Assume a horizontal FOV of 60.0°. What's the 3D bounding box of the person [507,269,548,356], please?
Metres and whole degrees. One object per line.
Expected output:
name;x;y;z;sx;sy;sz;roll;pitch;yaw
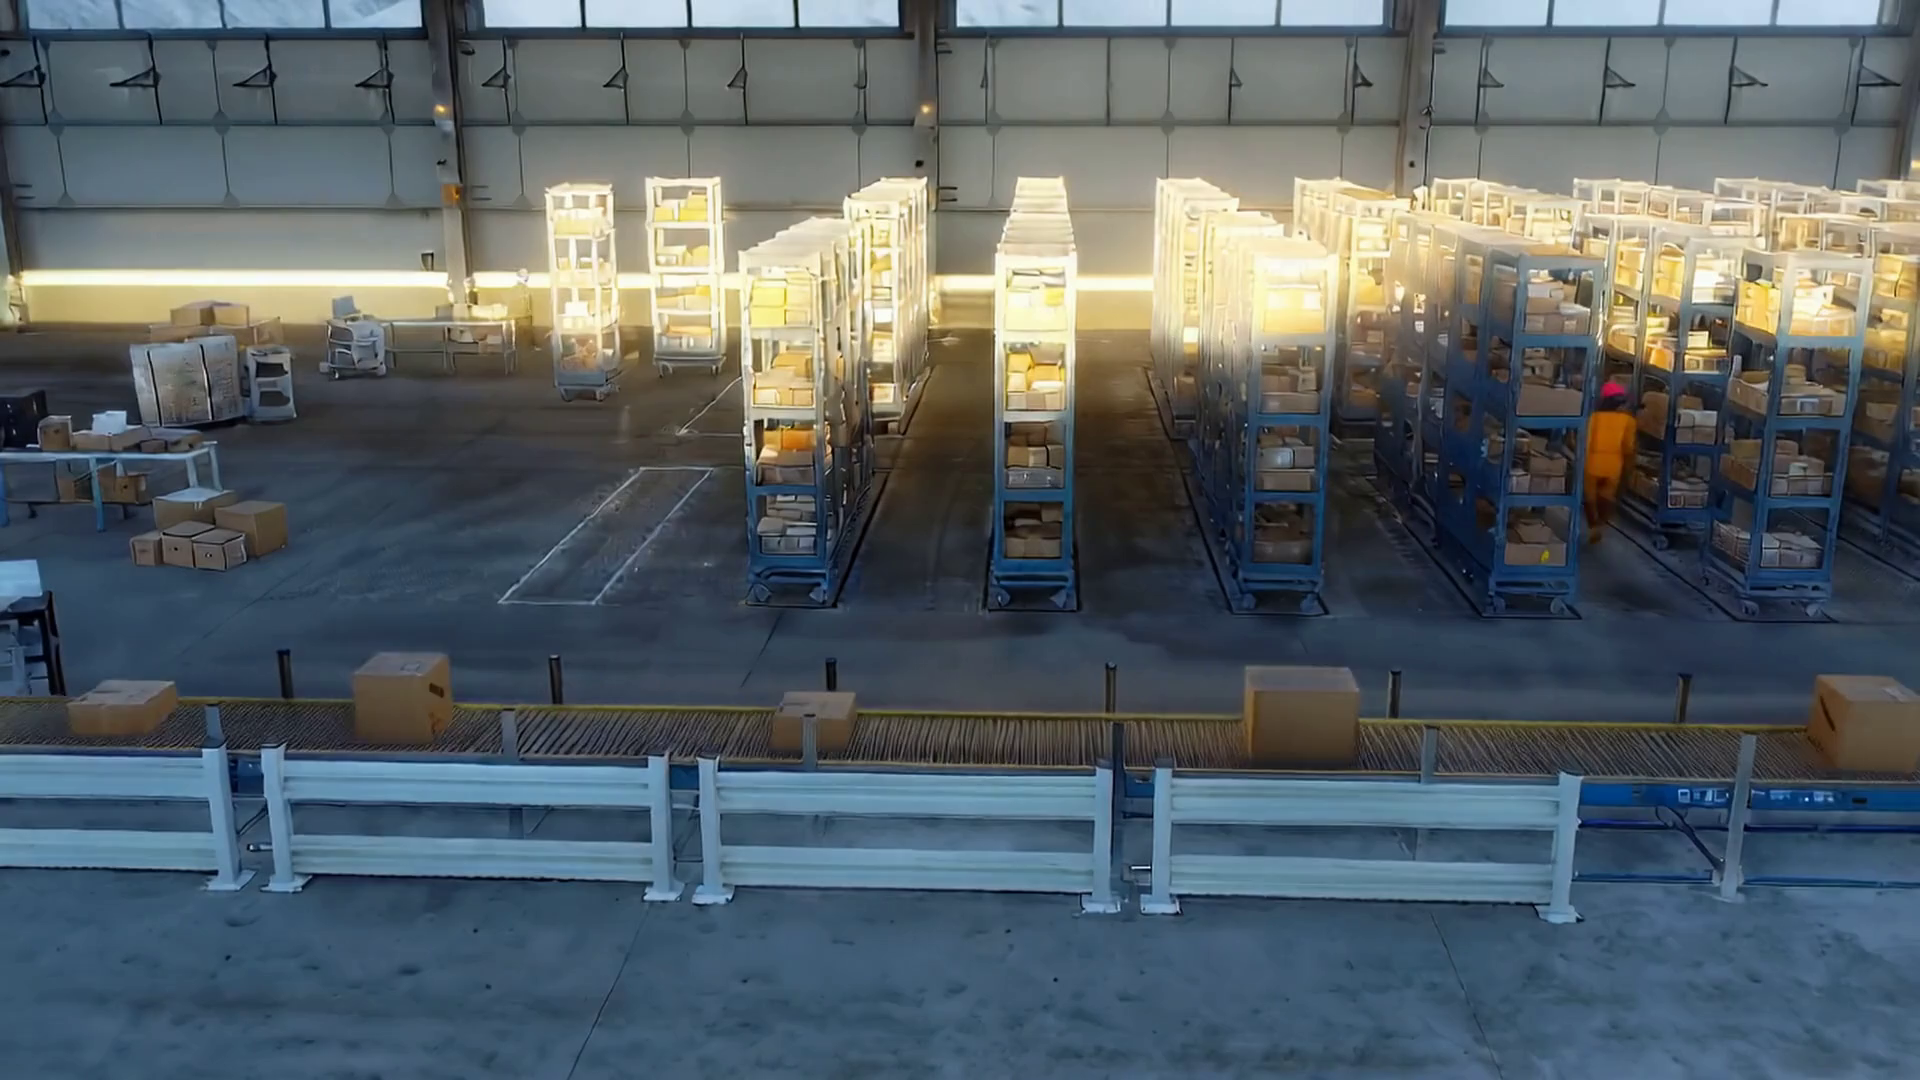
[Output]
person;-8.741;-4.536;33.129;0.851;1.718;0.566;-4;16;-14

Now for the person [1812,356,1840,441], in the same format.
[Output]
person;12.493;-2.161;24.146;0.959;1.796;0.583;-1;15;-3

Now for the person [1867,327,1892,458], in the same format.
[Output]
person;12.707;-2.018;23.256;0.382;1.993;0.609;-5;16;-19

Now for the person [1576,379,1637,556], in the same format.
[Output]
person;7.204;-0.788;18.612;0.627;2.033;0.491;0;15;2
